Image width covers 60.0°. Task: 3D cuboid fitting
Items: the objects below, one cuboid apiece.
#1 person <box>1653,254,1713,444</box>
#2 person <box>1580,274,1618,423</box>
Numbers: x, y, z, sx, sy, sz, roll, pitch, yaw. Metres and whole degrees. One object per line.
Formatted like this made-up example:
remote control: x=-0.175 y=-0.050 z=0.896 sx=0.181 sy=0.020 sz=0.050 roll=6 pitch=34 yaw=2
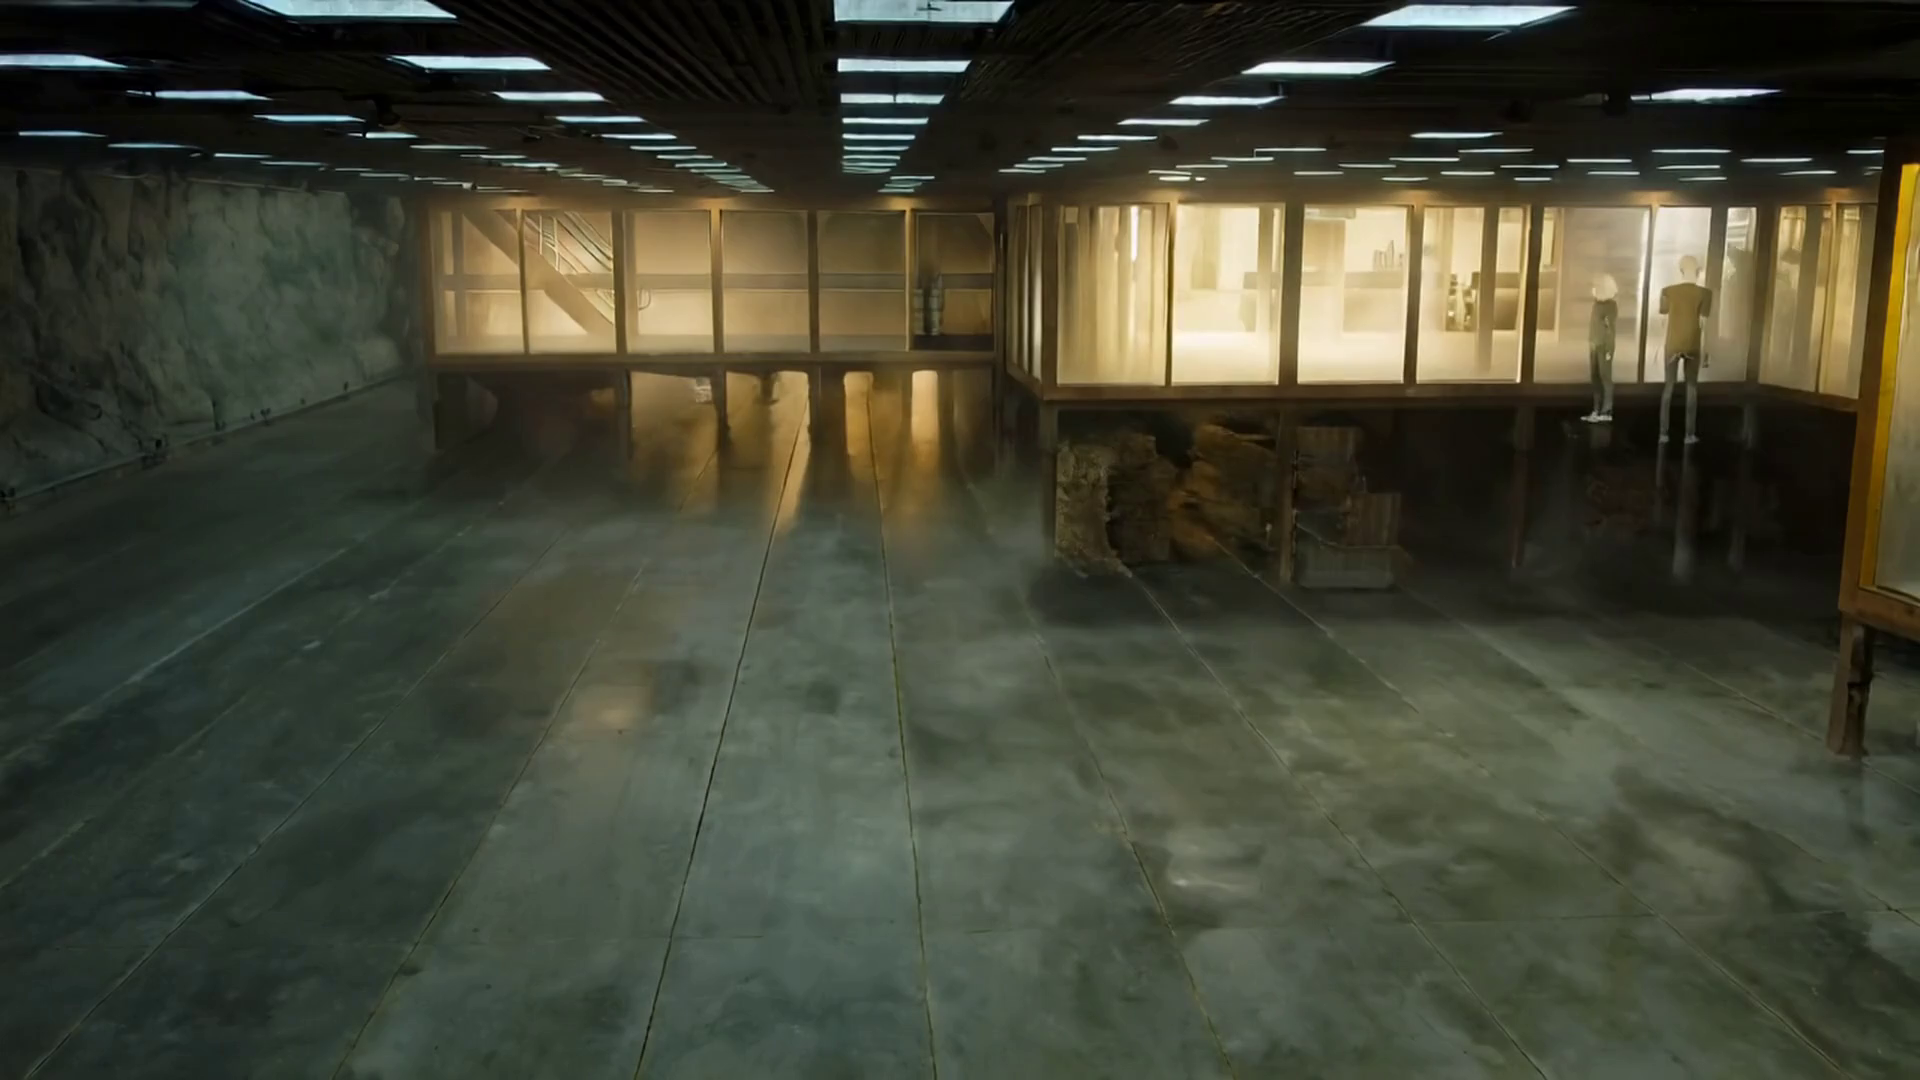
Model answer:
person: x=7.132 y=-1.875 z=16.412 sx=0.535 sy=1.868 sz=0.309 roll=7 pitch=13 yaw=34
person: x=7.039 y=-2.096 z=18.256 sx=0.282 sy=1.627 sz=0.503 roll=-1 pitch=11 yaw=-4
